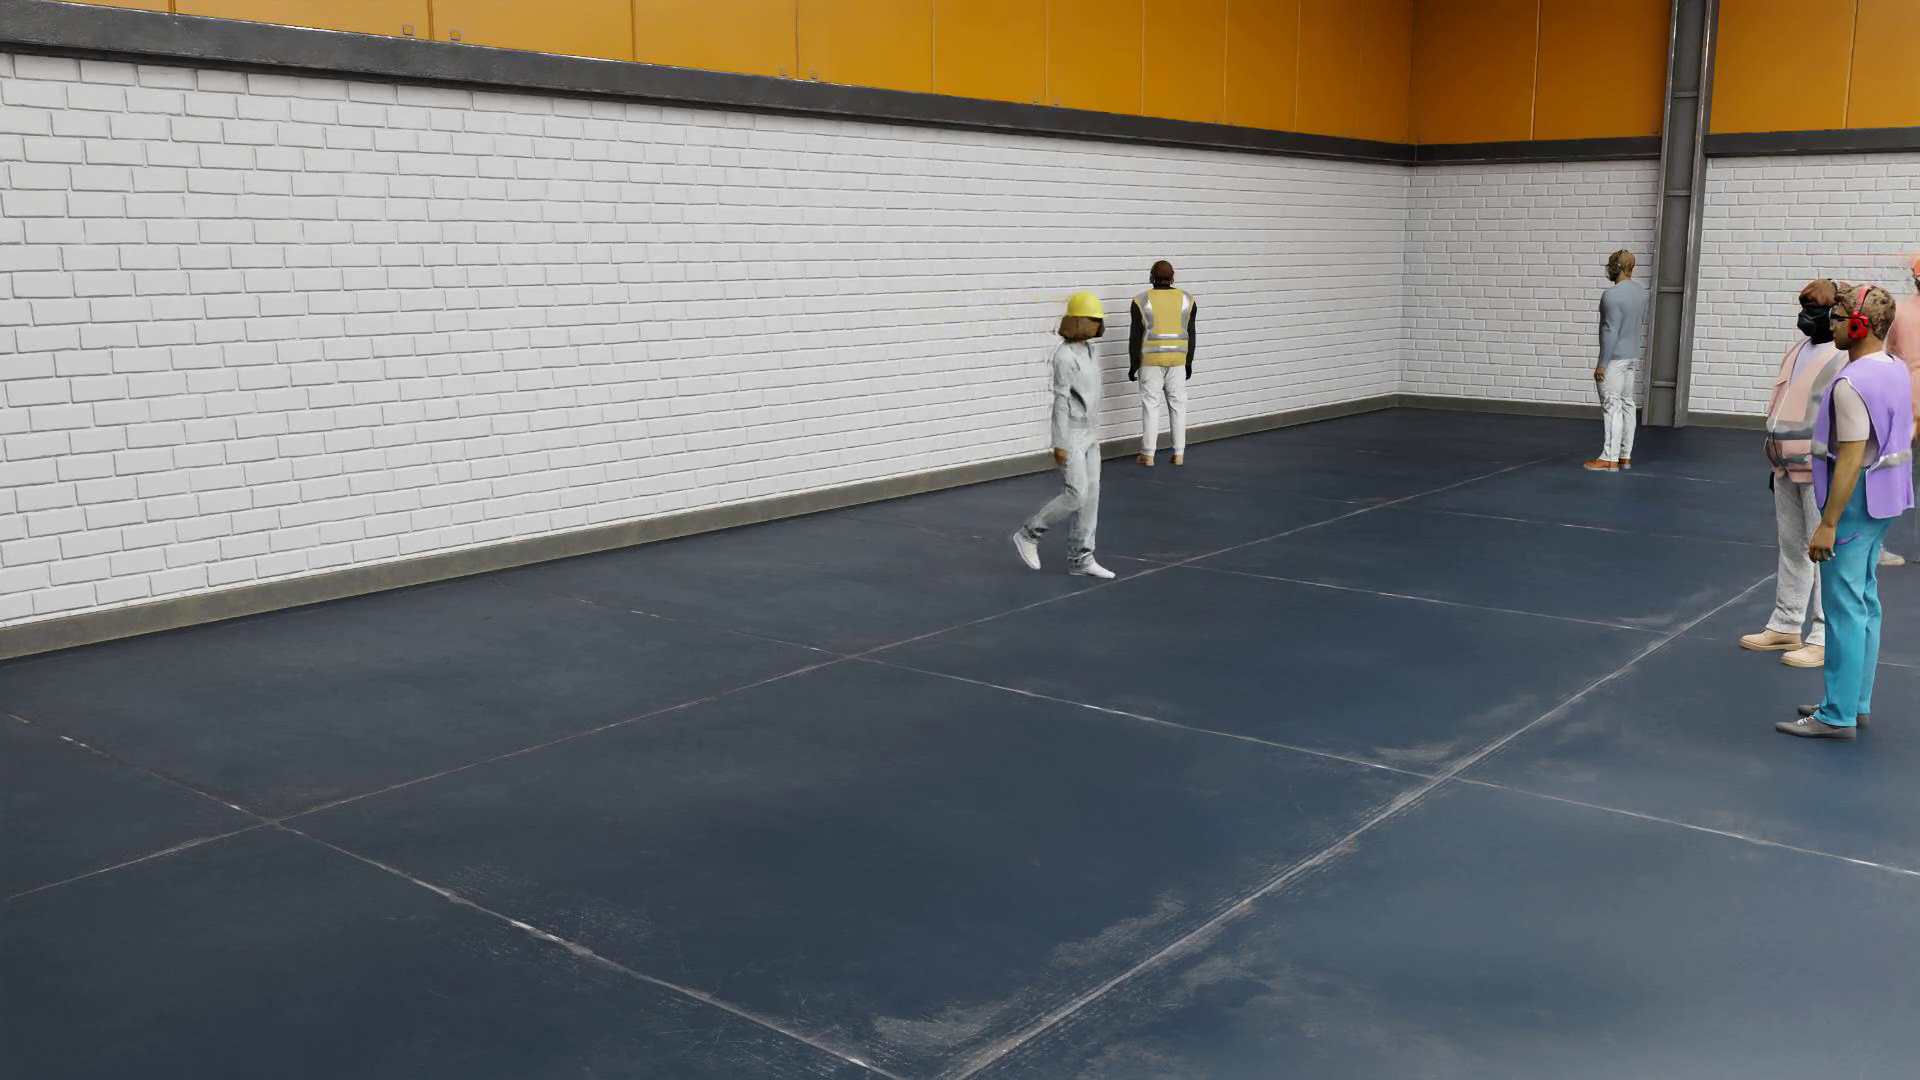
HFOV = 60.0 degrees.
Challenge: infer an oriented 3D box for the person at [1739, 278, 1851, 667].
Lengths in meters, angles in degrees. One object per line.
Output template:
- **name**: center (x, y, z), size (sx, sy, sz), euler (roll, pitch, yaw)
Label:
- **person**: center (4.075, -0.320, 7.953), size (0.430, 1.845, 0.619), euler (-1, 10, -5)

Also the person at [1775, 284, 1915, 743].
- **person**: center (3.620, -0.101, 6.727), size (0.389, 1.846, 0.564), euler (9, 14, 42)

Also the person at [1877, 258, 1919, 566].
- **person**: center (5.938, -0.782, 10.187), size (0.632, 1.963, 0.812), euler (-9, 13, -40)

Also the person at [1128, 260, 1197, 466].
- **person**: center (1.810, -1.587, 14.975), size (0.619, 1.845, 0.430), euler (-2, 10, -9)

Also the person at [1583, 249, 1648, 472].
- **person**: center (5.771, -1.571, 14.616), size (0.636, 1.938, 0.358), euler (-10, 14, -43)

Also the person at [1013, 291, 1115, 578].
- **person**: center (0.655, -0.624, 9.958), size (0.514, 1.727, 0.493), euler (6, 12, 28)
